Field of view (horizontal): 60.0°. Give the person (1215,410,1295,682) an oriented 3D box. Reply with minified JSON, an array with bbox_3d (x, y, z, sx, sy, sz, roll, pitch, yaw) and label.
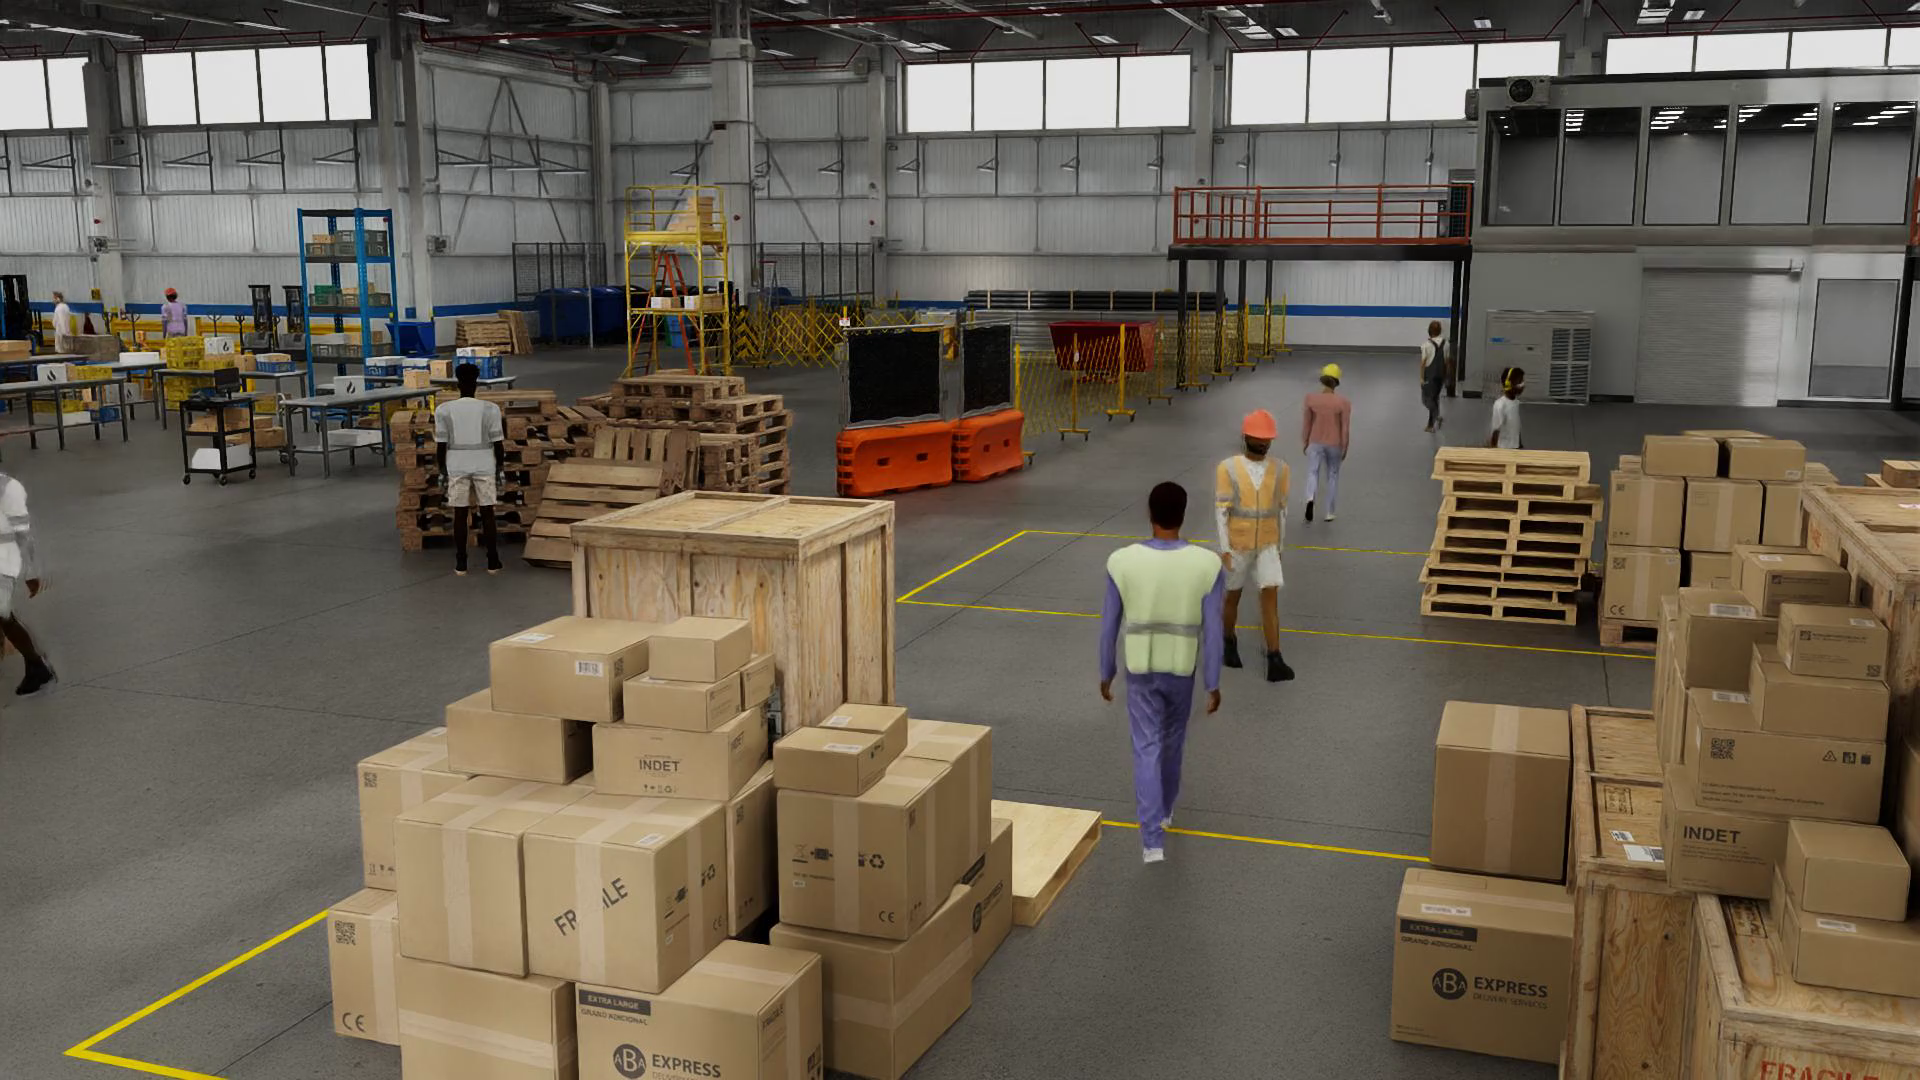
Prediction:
[{"bbox_3d":[2.063,0.034,11.679,0.553,1.887,0.946,-1,10,-5],"label":"person"}]

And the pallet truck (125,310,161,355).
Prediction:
[{"bbox_3d":[-22.038,-5.665,45.457,0.704,1.261,1.522,3,11,17],"label":"pallet truck"}]

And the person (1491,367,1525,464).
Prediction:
[{"bbox_3d":[5.472,-0.840,16.783,0.938,1.834,0.534,6,12,31],"label":"person"}]

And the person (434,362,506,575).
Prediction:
[{"bbox_3d":[-4.502,-0.653,15.325,0.614,1.964,0.361,-2,10,-12],"label":"person"}]

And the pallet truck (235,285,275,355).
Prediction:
[{"bbox_3d":[-18.327,-5.835,44.421,0.823,1.965,1.885,4,11,23],"label":"pallet truck"}]

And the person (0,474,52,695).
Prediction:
[{"bbox_3d":[-6.364,0.169,10.927,0.559,1.896,0.998,2,10,11],"label":"person"}]

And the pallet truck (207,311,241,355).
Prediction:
[{"bbox_3d":[-19.537,-5.575,44.913,0.653,1.274,1.630,3,11,19],"label":"pallet truck"}]

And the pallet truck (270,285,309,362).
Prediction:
[{"bbox_3d":[-17.147,-5.700,43.663,0.823,1.965,1.885,3,11,17],"label":"pallet truck"}]

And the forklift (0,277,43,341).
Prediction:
[{"bbox_3d":[-27.151,-6.329,46.328,1.157,1.987,2.680,3,11,17],"label":"forklift"}]

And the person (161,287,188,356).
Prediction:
[{"bbox_3d":[-18.520,-4.927,39.222,0.397,2.039,0.610,8,13,37],"label":"person"}]

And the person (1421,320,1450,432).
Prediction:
[{"bbox_3d":[7.698,-2.622,26.830,0.534,1.826,0.549,-2,10,-12],"label":"person"}]

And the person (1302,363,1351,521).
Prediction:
[{"bbox_3d":[3.978,-1.048,18.138,0.527,1.752,0.613,4,11,21],"label":"person"}]

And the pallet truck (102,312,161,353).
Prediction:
[{"bbox_3d":[-23.057,-5.777,46.261,0.680,1.201,1.601,3,11,19],"label":"pallet truck"}]

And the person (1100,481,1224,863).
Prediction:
[{"bbox_3d":[1.004,0.640,8.327,0.603,1.877,0.978,0,10,2],"label":"person"}]

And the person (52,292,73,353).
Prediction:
[{"bbox_3d":[-22.019,-5.158,40.927,0.737,1.881,0.644,-2,10,-13],"label":"person"}]
